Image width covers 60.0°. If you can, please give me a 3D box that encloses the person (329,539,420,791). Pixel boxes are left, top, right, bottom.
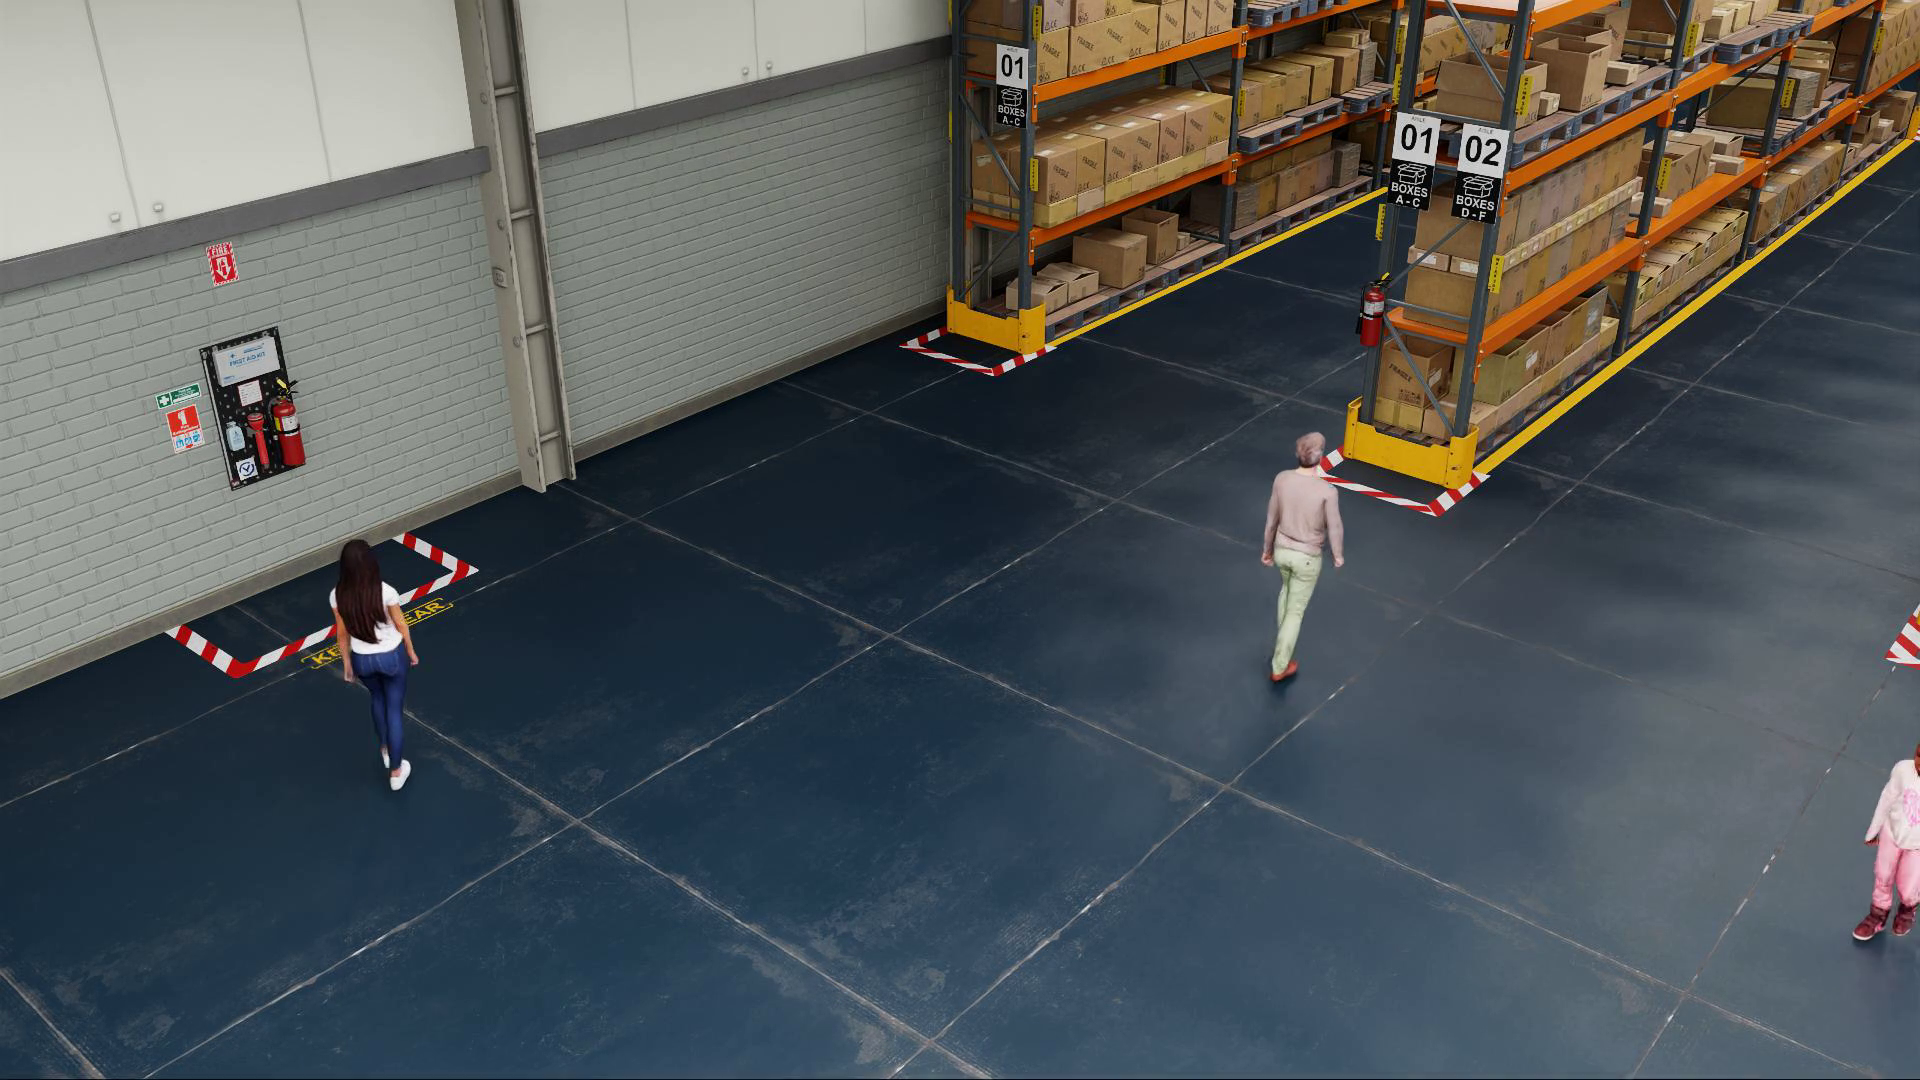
[{"bbox_3d":[-3.728,0.844,10.613,0.744,1.762,0.802,1,28,3],"label":"person"}]

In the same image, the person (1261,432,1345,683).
[{"bbox_3d":[2.356,0.171,11.792,0.671,1.842,0.915,23,35,36],"label":"person"}]

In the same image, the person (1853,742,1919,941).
[{"bbox_3d":[5.418,1.660,9.426,0.689,1.438,0.635,-19,34,-32],"label":"person"}]
